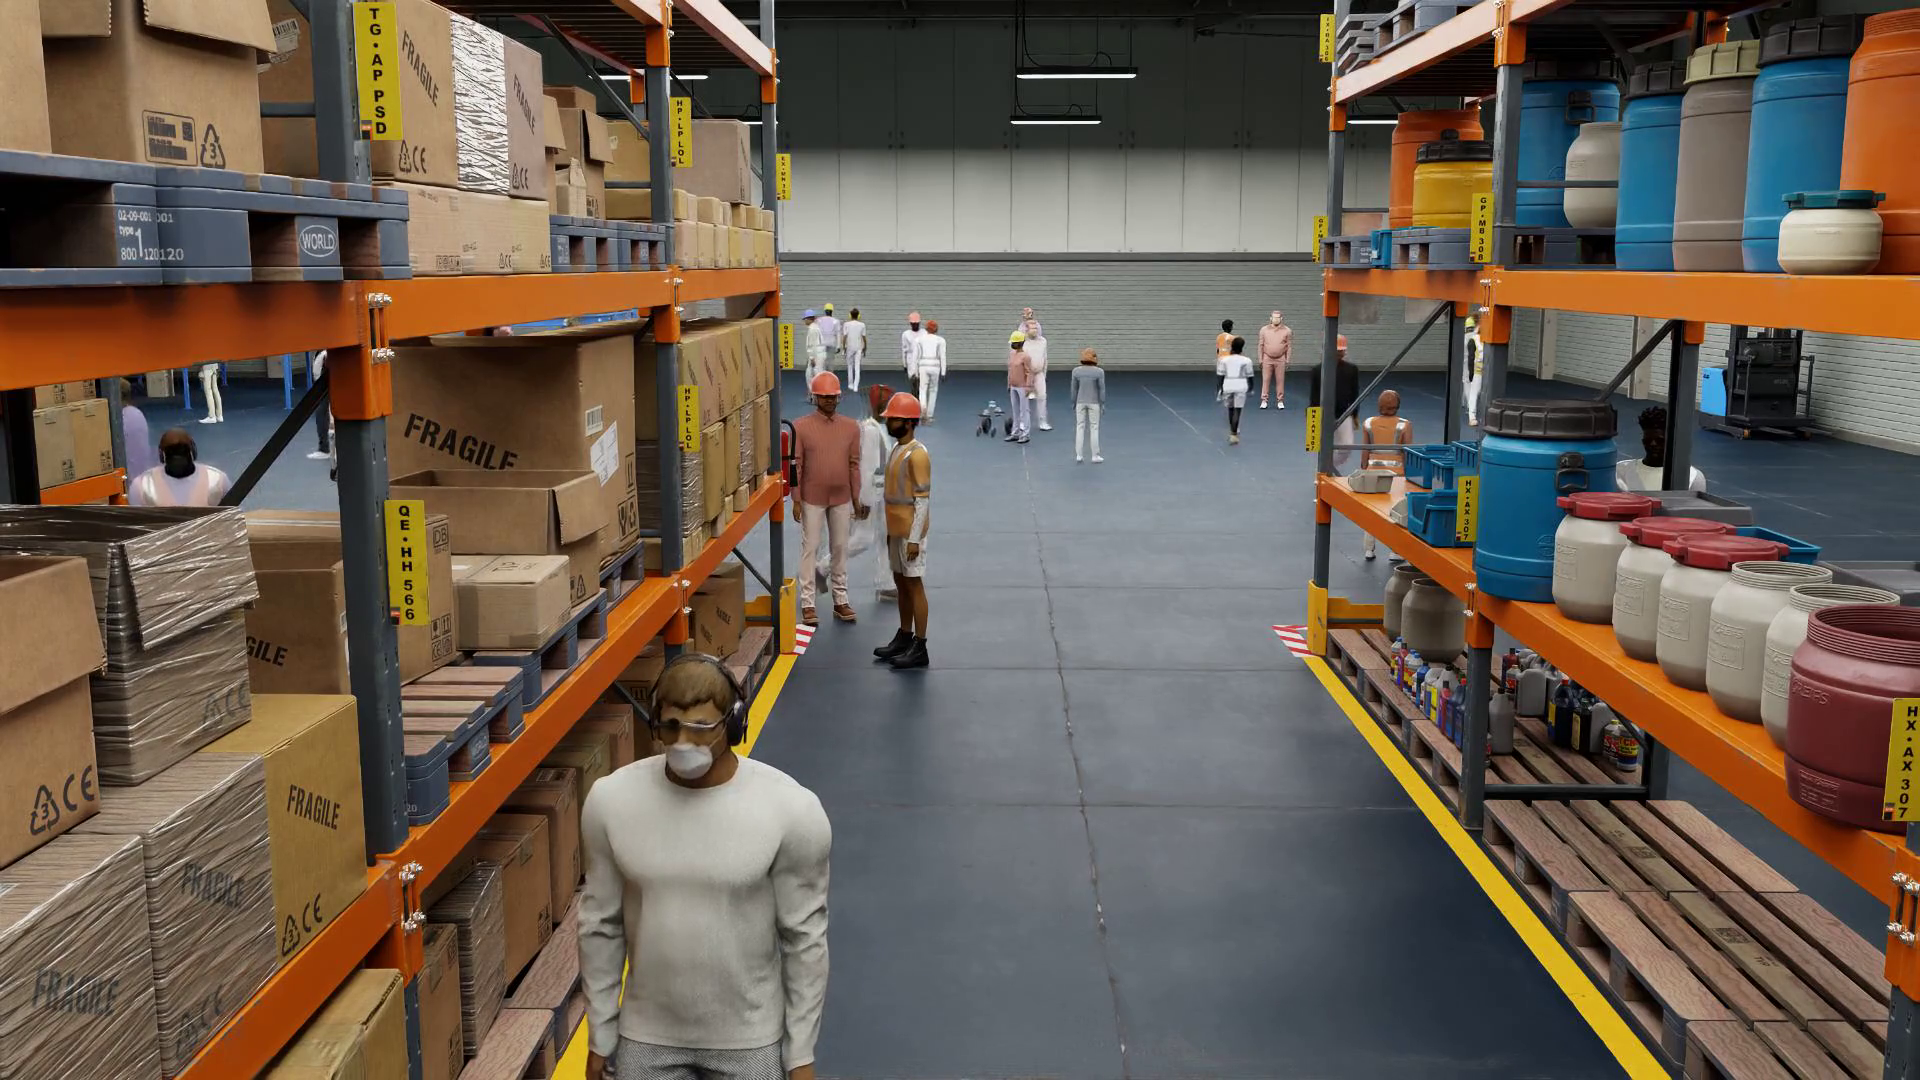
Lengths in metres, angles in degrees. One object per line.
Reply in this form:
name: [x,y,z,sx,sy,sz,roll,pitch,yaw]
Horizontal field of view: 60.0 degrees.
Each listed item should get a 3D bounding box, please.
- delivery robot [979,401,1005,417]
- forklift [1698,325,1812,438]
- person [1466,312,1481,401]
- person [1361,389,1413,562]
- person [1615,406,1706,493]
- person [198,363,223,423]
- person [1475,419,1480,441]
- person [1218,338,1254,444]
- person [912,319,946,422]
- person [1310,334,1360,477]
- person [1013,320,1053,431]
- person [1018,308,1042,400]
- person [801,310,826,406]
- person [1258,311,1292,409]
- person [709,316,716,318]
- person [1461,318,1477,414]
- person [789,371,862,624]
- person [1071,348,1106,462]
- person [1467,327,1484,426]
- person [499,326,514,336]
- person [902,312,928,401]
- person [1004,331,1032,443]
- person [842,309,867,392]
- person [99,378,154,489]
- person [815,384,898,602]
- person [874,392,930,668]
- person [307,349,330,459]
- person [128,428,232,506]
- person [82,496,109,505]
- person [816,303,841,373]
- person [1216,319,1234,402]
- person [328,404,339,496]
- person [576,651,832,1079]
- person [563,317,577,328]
delivery robot: [0.543,-2.191,27.681,0.335,0.223,0.698,4,10,23]
forklift: [13.248,-3.165,27.620,1.129,2.768,1.873,0,9,1]
person: [10.557,-3.785,34.356,0.535,1.823,0.569,6,11,31]
person: [4.083,-0.617,15.926,0.515,1.645,0.308,7,11,34]
person: [4.303,0.143,10.409,0.603,1.966,0.367,4,10,24]
person: [-13.442,-3.028,29.729,0.313,1.865,0.514,1,10,6]
person: [4.653,-0.362,14.568,0.518,1.591,0.866,-1,10,-4]
person: [4.418,-2.378,26.440,0.552,1.648,0.868,5,11,30]
person: [-0.557,-3.011,29.655,0.606,1.857,0.776,1,9,4]
person: [4.588,-1.526,20.359,0.652,1.980,0.435,-1,10,-6]
person: [1.247,-2.764,28.085,0.670,1.871,0.839,-4,10,-25]
person: [1.405,-3.906,34.845,0.409,1.909,0.640,-8,13,-41]
person: [-2.955,-3.670,33.475,0.629,1.902,0.620,0,9,-3]
person: [6.145,-3.519,32.510,0.647,1.913,0.409,2,10,10]
person: [-5.423,-4.094,36.653,0.540,1.672,0.721,-6,11,-31]
person: [9.604,-3.307,31.592,0.621,1.784,0.931,-2,10,-13]
person: [-1.063,-0.341,13.221,0.611,1.995,0.375,-5,11,-26]
person: [1.842,-1.935,23.856,0.507,1.631,0.271,4,10,22]
person: [9.216,-2.935,29.227,0.621,1.844,0.429,-3,10,-16]
person: [-6.884,-2.309,25.328,0.666,1.888,0.436,6,11,32]
person: [-0.846,-3.463,32.203,0.578,1.907,0.847,-1,10,-8]
person: [0.927,-2.430,26.439,0.329,1.763,0.523,-7,12,-35]
person: [-2.346,-4.220,36.945,0.558,1.823,0.967,-1,10,-4]
person: [-7.126,-0.458,14.272,1.039,1.893,0.628,-2,10,-11]
person: [-0.841,-0.391,13.987,0.830,1.855,0.595,1,10,7]
person: [-0.401,-0.079,11.817,0.353,1.942,0.545,-4,10,-23]
person: [-9.271,-2.161,24.418,0.651,1.898,0.605,-5,11,-28]
person: [-5.066,0.154,10.872,0.640,1.804,0.942,-4,10,-24]
person: [-7.020,-0.330,13.370,0.589,1.924,0.384,-7,12,-36]
person: [-3.080,-4.593,38.928,0.618,1.913,0.412,1,10,5]
person: [5.424,-3.643,33.904,0.320,1.693,0.531,-5,11,-27]
person: [-5.725,-0.728,15.727,0.544,1.934,0.370,2,10,10]
person: [-0.626,1.217,4.067,0.631,1.939,0.372,1,10,6]
person: [-7.482,-3.416,31.978,1.042,1.874,0.639,-4,10,-25]
